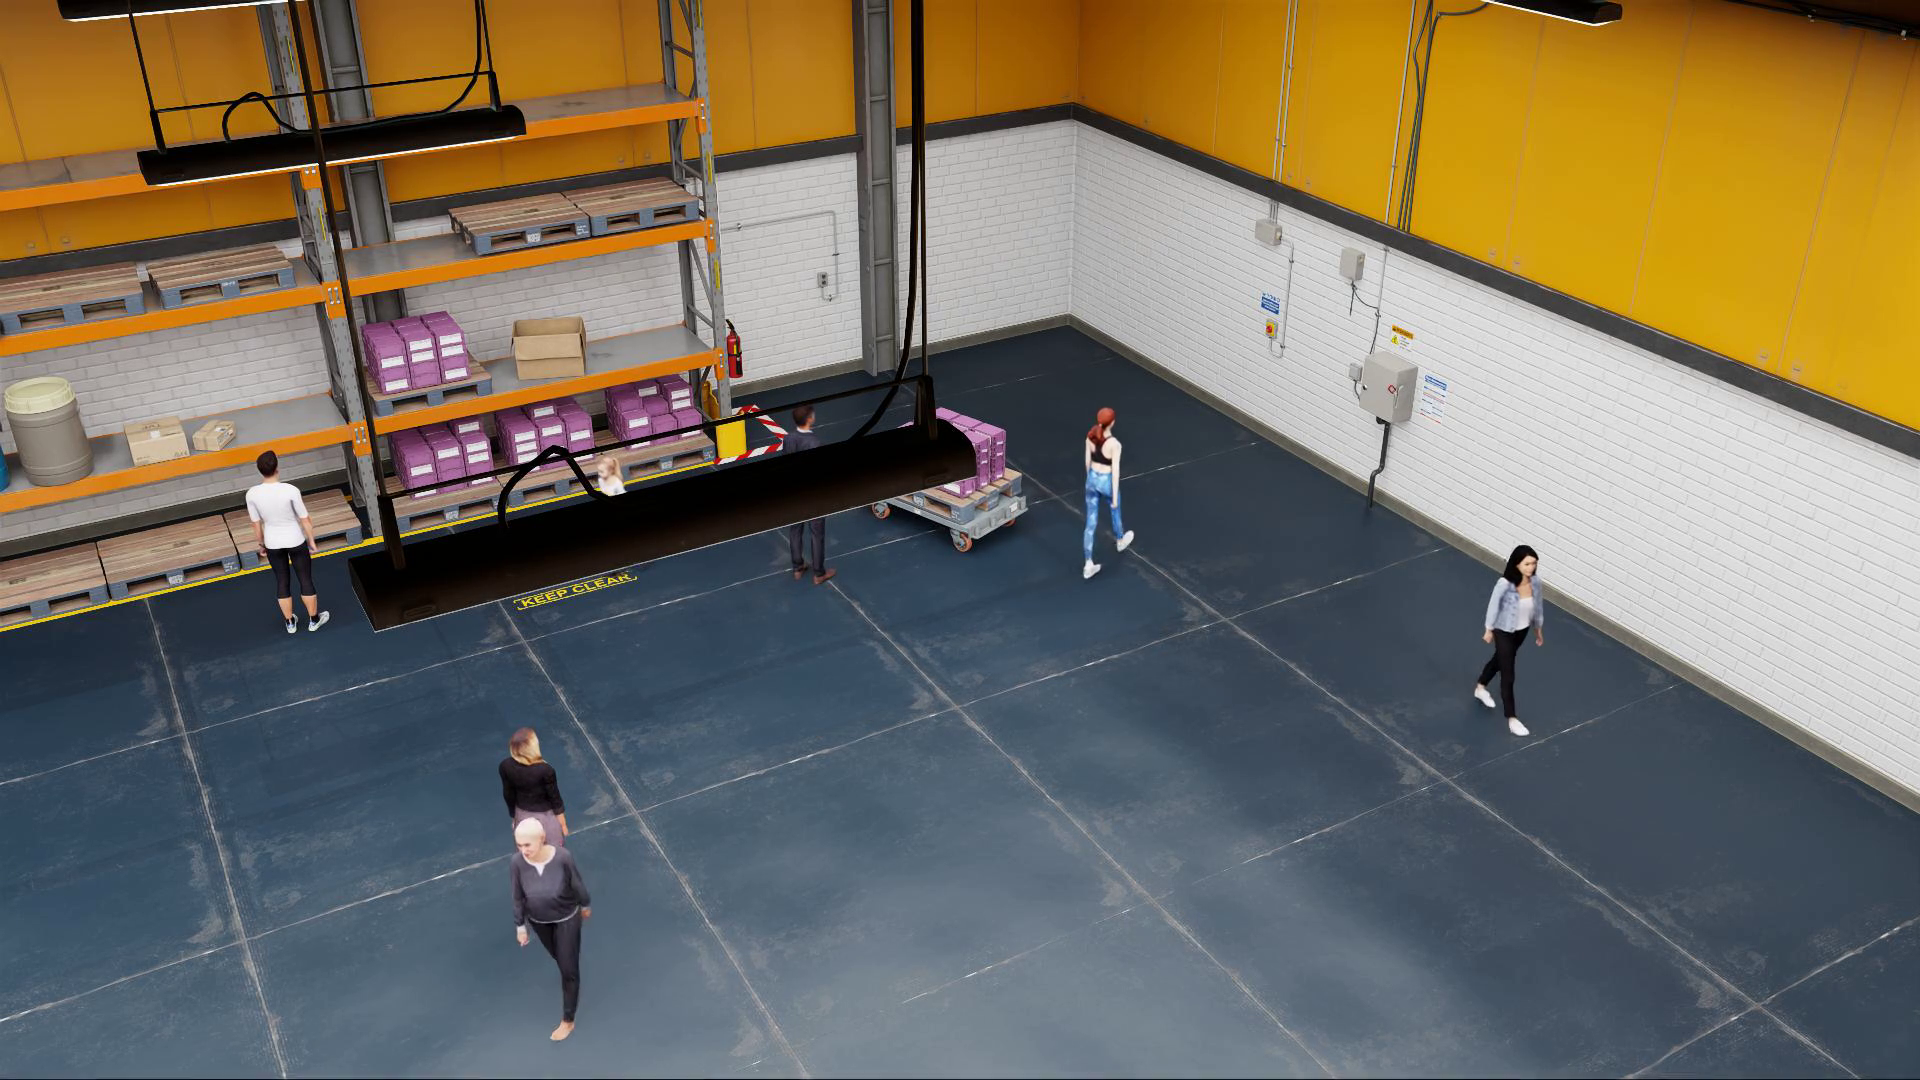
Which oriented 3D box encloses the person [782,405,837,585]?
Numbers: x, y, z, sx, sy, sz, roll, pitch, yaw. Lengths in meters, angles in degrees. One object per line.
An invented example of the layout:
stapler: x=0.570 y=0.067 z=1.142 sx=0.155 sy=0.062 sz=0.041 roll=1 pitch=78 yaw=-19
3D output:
person: x=-1.512 y=-0.463 z=16.394 sx=0.739 sy=1.863 sz=0.768 roll=12 pitch=31 yaw=21

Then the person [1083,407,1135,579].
person: x=1.355 y=-0.436 z=16.465 sx=0.933 sy=1.748 sz=1.190 roll=18 pitch=33 yaw=29

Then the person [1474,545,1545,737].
person: x=4.695 y=0.768 z=14.337 sx=1.015 sy=1.672 sz=0.750 roll=-12 pitch=31 yaw=-21

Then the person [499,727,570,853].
person: x=-3.046 y=2.058 z=11.973 sx=0.670 sy=1.671 sz=0.736 roll=7 pitch=29 yaw=12

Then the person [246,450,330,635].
person: x=-6.299 y=0.019 z=15.524 sx=0.641 sy=1.852 sz=0.807 roll=-4 pitch=29 yaw=-7

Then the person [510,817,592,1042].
person: x=-2.724 y=2.453 z=11.231 sx=1.085 sy=1.688 sz=1.019 roll=-3 pitch=29 yaw=-6
